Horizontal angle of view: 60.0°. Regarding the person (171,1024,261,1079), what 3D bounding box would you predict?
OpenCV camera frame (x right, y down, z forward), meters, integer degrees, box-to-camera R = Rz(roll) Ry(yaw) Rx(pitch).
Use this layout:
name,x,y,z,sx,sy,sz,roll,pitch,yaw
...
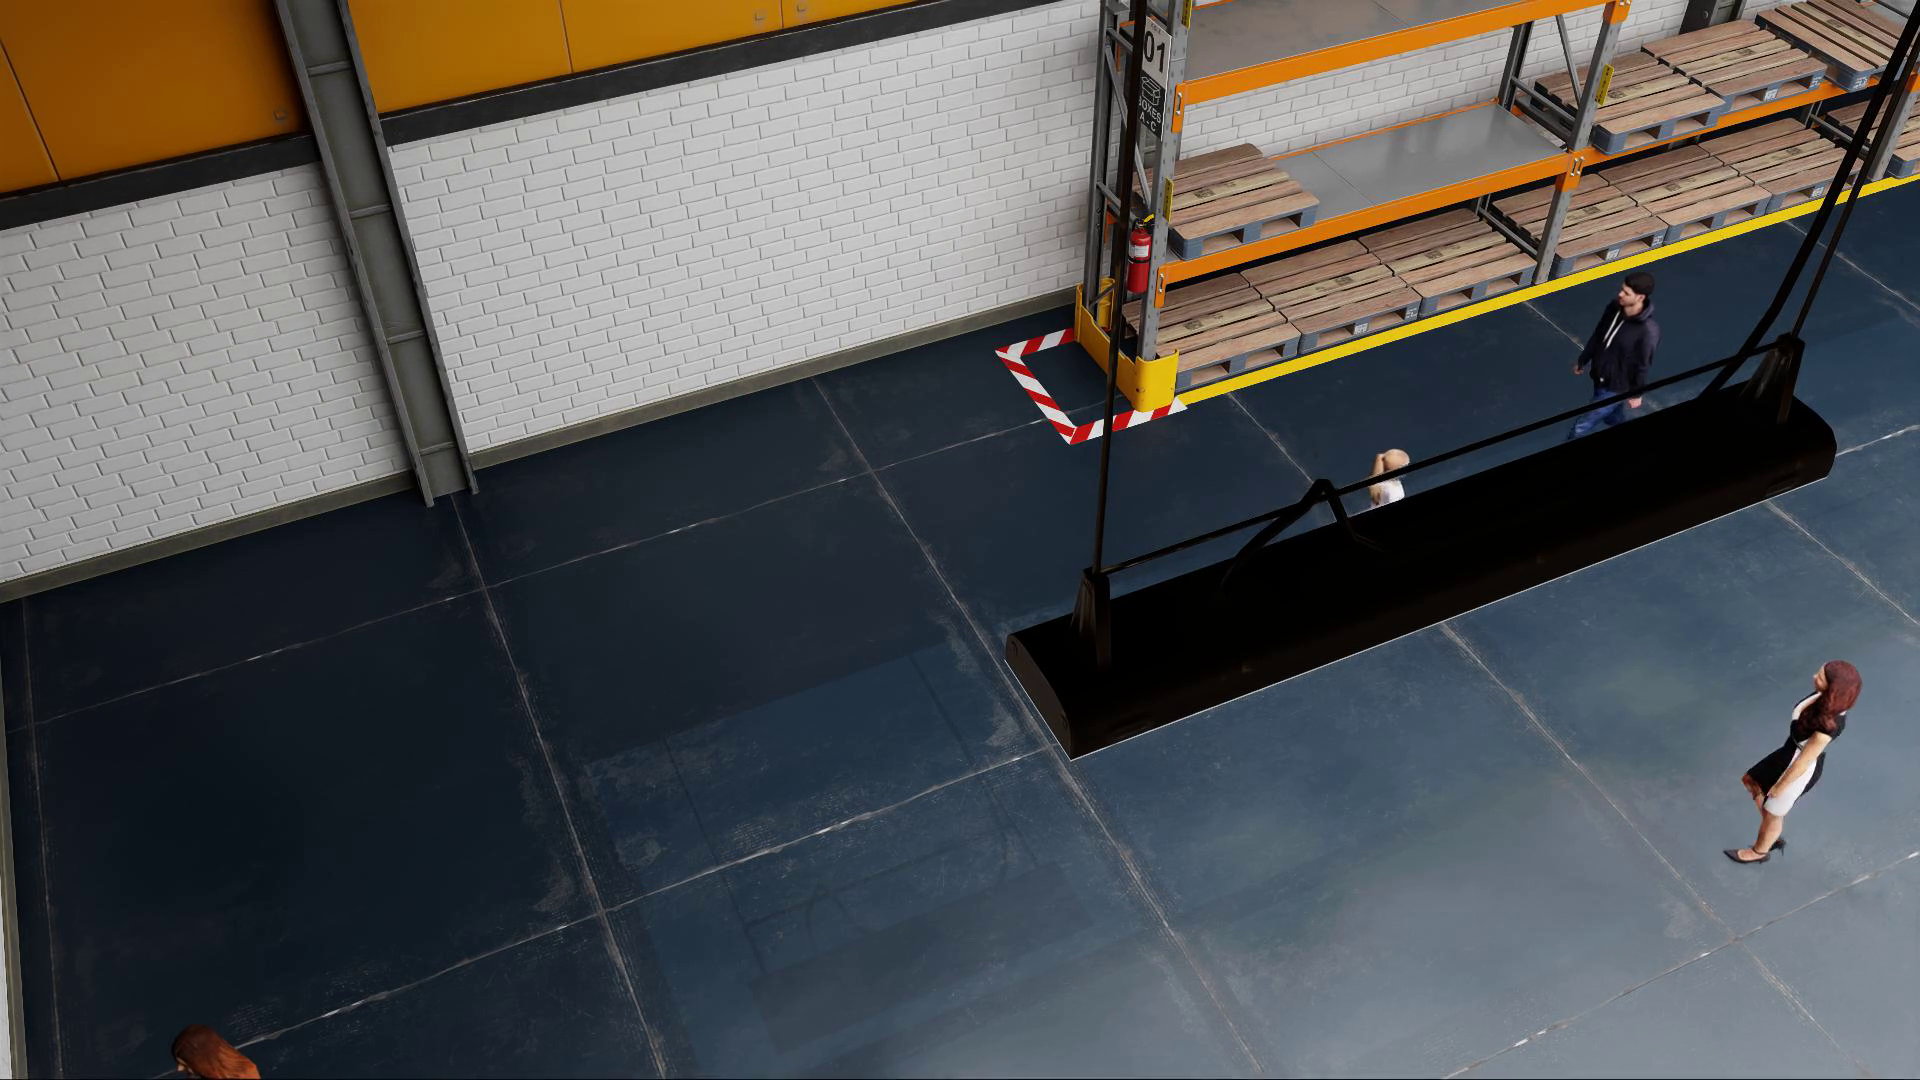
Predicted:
name,x,y,z,sx,sy,sz,roll,pitch,yaw
person,-3.420,2.789,8.068,0.705,1.717,0.740,21,47,20

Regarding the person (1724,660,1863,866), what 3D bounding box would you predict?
name,x,y,z,sx,sy,sz,roll,pitch,yaw
person,4.864,1.341,9.535,0.796,1.790,0.726,19,47,19

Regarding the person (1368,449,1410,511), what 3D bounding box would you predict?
name,x,y,z,sx,sy,sz,roll,pitch,yaw
person,2.831,-0.105,11.434,0.958,1.265,0.767,3,44,3

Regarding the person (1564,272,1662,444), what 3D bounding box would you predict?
name,x,y,z,sx,sy,sz,roll,pitch,yaw
person,4.840,-1.154,12.124,1.292,1.832,0.917,-7,44,-7
